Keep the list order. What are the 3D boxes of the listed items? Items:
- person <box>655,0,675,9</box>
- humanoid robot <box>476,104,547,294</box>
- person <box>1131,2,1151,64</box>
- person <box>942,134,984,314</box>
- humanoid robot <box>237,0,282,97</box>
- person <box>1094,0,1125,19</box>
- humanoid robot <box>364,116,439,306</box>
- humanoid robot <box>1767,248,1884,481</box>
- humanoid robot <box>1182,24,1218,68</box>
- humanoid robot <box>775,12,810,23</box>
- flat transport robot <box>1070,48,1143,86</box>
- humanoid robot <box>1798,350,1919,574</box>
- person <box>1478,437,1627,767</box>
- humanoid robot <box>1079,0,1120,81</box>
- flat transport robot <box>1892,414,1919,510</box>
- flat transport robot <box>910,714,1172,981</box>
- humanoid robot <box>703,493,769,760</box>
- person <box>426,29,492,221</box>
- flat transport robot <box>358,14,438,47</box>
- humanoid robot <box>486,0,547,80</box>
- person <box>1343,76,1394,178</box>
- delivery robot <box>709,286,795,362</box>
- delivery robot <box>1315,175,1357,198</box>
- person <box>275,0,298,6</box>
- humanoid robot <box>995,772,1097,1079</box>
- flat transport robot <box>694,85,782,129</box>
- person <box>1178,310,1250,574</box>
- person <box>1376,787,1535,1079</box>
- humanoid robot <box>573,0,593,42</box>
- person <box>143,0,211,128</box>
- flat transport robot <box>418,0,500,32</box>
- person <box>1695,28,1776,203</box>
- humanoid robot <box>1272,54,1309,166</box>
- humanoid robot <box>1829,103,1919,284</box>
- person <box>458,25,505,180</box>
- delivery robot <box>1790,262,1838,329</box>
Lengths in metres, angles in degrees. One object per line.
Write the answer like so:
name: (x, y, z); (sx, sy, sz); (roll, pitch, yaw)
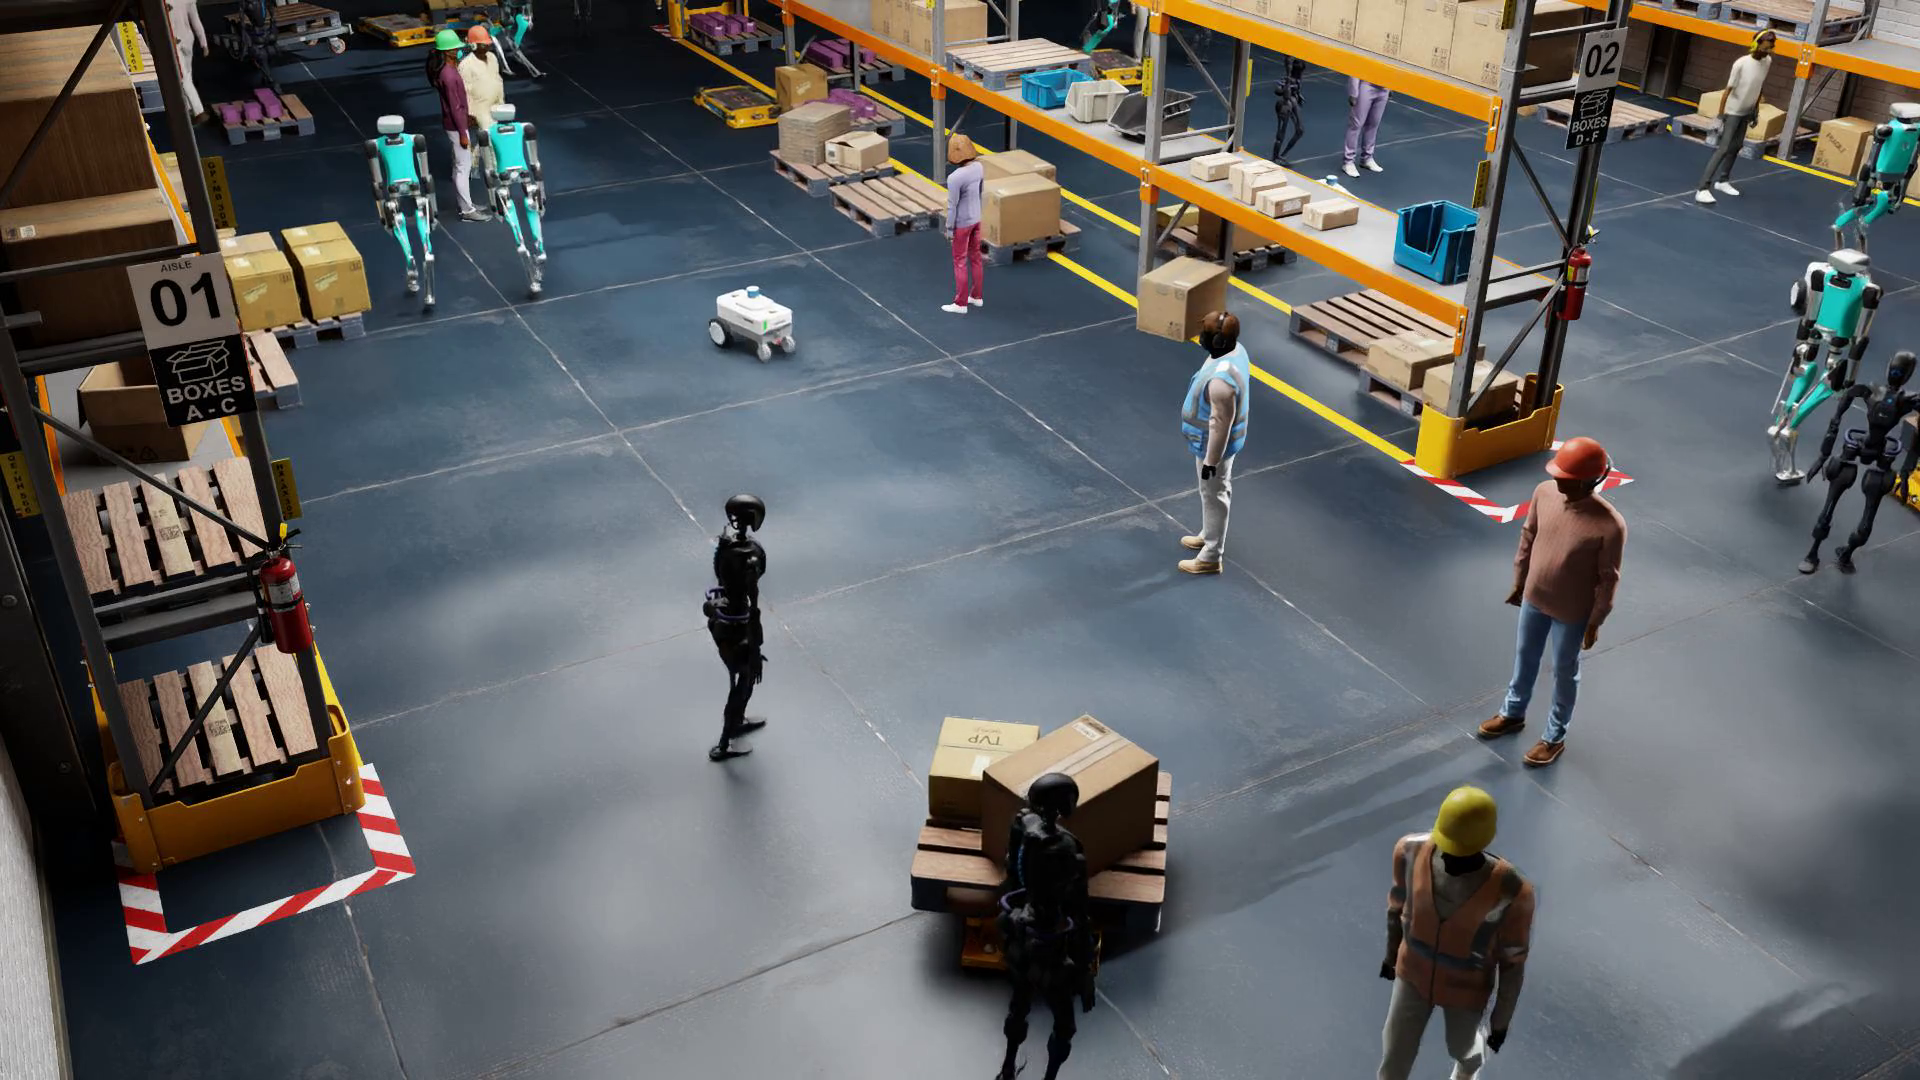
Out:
person: (-4.652, -9.187, 25.920); (0.560, 1.742, 0.335); (-3, 30, -5)
humanoid robot: (-4.029, -3.056, 15.250); (0.551, 1.733, 0.940); (-12, 32, -20)
person: (2.572, -7.360, 22.610); (0.635, 1.874, 0.446); (-15, 33, -24)
person: (0.035, -2.844, 14.996); (0.288, 1.629, 0.498); (20, 35, 31)
humanoid robot: (-8.822, -6.248, 20.914); (0.772, 1.629, 0.588); (14, 33, 22)
person: (2.333, -8.866, 25.276); (0.585, 1.834, 0.509); (-5, 30, -8)
humanoid robot: (-4.949, -2.887, 14.947); (0.540, 1.734, 0.973); (-10, 31, -17)
humanoid robot: (6.082, -1.155, 12.012); (0.690, 1.858, 0.553); (-14, 33, -23)
humanoid robot: (3.327, -7.294, 22.692); (0.480, 1.651, 0.593); (6, 30, 10)
humanoid robot: (-2.539, -8.734, 25.170); (0.933, 1.796, 0.559); (15, 33, 24)
flat transport robot: (2.016, -6.427, 22.598); (0.659, 0.231, 1.431); (-9, 31, -15)
humanoid robot: (5.908, -0.497, 10.875); (0.610, 1.655, 0.336); (16, 33, 25)
person: (3.265, 0.330, 9.108); (0.389, 1.990, 0.612); (-17, 34, -27)
humanoid robot: (1.787, -6.805, 21.797); (0.683, 1.809, 0.539); (12, 32, 21)
flat transport robot: (7.577, -0.369, 12.052); (1.431, 0.231, 0.659); (-4, 30, -7)
flat transport robot: (0.441, 1.660, 8.520); (0.659, 0.231, 1.431); (5, 30, 8)
humanoid robot: (-1.254, 0.475, 9.184); (0.424, 1.633, 0.611); (-14, 33, -22)
person: (-5.193, -4.265, 17.149); (0.419, 1.951, 0.489); (-11, 32, -18)
flat transport robot: (-8.265, -7.505, 24.475); (0.659, 0.231, 1.431); (-23, 37, -34)
humanoid robot: (-5.943, -6.922, 21.989); (1.028, 1.732, 0.559); (22, 36, 33)
person: (4.593, -5.014, 18.496); (0.644, 1.907, 0.403); (-17, 34, -27)
delivery robot: (-1.790, -1.914, 14.442); (0.499, 0.582, 0.773); (-26, 39, -38)
delivery robot: (3.783, -3.463, 17.155); (0.499, 0.599, 0.774); (-10, 31, -17)
person: (-10.106, -8.615, 24.826); (0.429, 1.847, 0.626); (10, 31, 17)
humanoid robot: (0.325, 1.705, 7.051); (0.393, 1.645, 0.601); (-18, 34, -28)
flat transport robot: (-2.788, -5.460, 20.914); (0.659, 0.231, 1.431); (-15, 33, -24)
person: (1.662, -0.640, 10.946); (0.431, 1.845, 0.622); (7, 31, 12)
person: (1.990, 1.739, 6.757); (0.599, 1.889, 0.927); (20, 35, 31)
humanoid robot: (-5.466, -8.045, 24.009); (0.592, 1.644, 0.421); (-12, 32, -19)
person: (-9.550, -6.048, 20.335); (0.655, 1.881, 1.031); (-26, 39, -38)
flat transport robot: (-7.517, -7.798, 24.984); (1.431, 0.231, 0.659); (-12, 32, -19)
person: (8.277, -4.536, 17.742); (0.656, 1.840, 0.457); (-14, 33, -22)
humanoid robot: (3.705, -4.975, 18.660); (0.325, 1.643, 0.611); (13, 32, 21)
humanoid robot: (8.515, -3.248, 15.610); (0.538, 1.818, 0.659); (-5, 30, -9)
person: (-5.217, -4.761, 18.225); (0.451, 1.737, 0.567); (12, 32, 19)
delivery robot: (7.866, -2.235, 15.004); (0.499, 0.585, 0.775); (6, 30, 11)
